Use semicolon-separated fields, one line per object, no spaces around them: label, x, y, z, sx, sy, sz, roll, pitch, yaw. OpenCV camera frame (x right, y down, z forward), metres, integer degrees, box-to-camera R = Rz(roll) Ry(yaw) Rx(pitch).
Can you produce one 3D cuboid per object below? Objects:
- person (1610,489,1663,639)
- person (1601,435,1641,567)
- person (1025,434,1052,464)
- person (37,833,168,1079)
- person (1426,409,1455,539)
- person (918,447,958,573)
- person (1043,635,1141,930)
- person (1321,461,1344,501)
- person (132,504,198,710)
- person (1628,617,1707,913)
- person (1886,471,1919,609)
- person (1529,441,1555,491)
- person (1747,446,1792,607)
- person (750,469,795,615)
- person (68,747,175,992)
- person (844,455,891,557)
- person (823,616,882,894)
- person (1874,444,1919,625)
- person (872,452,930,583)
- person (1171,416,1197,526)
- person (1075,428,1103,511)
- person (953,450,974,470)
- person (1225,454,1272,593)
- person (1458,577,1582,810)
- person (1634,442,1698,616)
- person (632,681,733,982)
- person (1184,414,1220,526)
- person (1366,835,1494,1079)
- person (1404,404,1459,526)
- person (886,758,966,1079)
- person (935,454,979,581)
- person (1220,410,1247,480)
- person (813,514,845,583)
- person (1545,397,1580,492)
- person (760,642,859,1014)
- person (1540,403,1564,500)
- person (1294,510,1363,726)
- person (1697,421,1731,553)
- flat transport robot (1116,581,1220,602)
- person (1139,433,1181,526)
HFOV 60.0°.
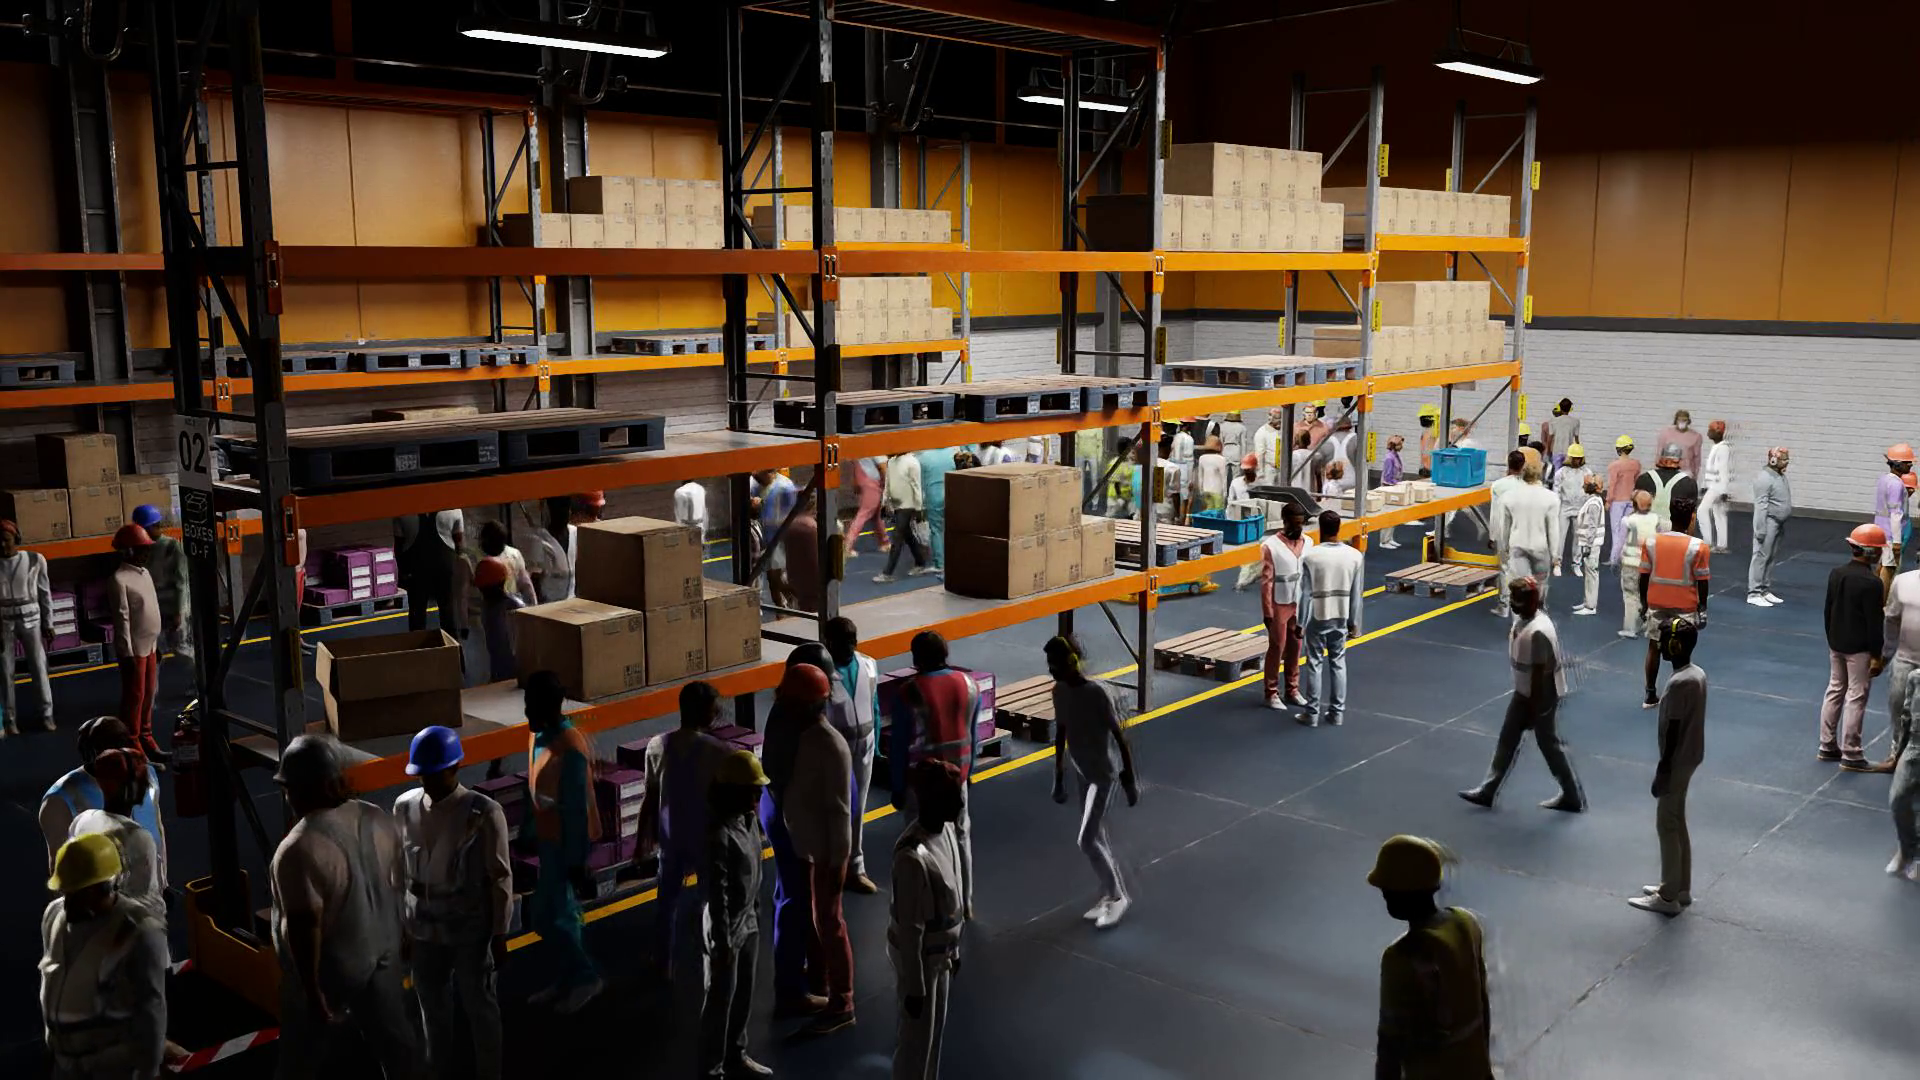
person;7.297;0.257;17.957;0.546;1.625;0.366;-2;10;-12
person;8.823;-0.515;22.181;0.522;1.769;0.311;-4;10;-22
person;1.273;-1.360;27.023;0.394;1.836;0.561;-6;11;-31
person;-3.450;2.040;6.753;0.607;1.817;0.500;4;10;21
person;7.074;-0.972;24.429;0.367;1.927;0.584;2;10;12
person;-0.235;-0.508;21.780;0.710;1.889;0.428;0;10;1
person;0.803;1.469;10.185;0.574;1.817;0.553;-7;12;-34
person;4.561;-0.155;20.402;0.311;1.642;0.512;1;10;4
person;-7.269;0.586;15.201;0.608;1.907;0.851;1;10;6
person;4.476;1.408;10.449;0.344;1.856;0.526;7;12;35
person;10.551;0.078;18.724;0.354;1.737;0.577;5;11;26
person;7.833;-0.554;22.724;0.525;1.660;0.797;2;10;14
person;9.606;-0.162;19.684;0.401;1.903;0.643;9;13;42
person;-2.193;-0.070;19.141;0.647;1.900;0.400;-3;10;-15
person;-3.814;1.869;7.621;0.579;1.879;0.362;7;12;34
person;-1.290;-0.793;23.022;1.003;2.000;0.685;-4;10;-23
person;-0.762;1.386;10.607;0.633;1.841;0.429;-7;12;-35
person;10.469;-0.064;18.664;0.378;2.044;0.607;3;10;16
person;-0.741;-0.454;21.308;0.960;1.950;0.626;-7;12;-35
person;3.250;-0.932;24.194;0.386;1.929;0.543;-5;11;-26
person;2.079;-1.347;27.167;0.526;1.762;0.339;3;10;19
person;-0.002;-0.158;19.856;0.350;1.837;0.502;-3;10;-17
person;3.600;-0.233;20.693;0.580;1.704;0.931;7;12;36
person;4.177;1.146;12.210;0.953;1.783;0.581;0;10;1
person;8.067;-0.125;19.029;0.687;2.000;0.538;6;11;32
person;-1.468;1.663;9.089;0.648;1.803;0.814;1;10;4
person;3.707;-1.193;25.467;0.613;2.028;0.409;6;11;31
person;1.843;2.061;6.489;0.938;1.870;0.600;7;12;37
person;7.308;-1.151;25.605;0.798;1.900;0.593;0;10;2
person;-0.147;1.893;7.497;0.359;1.878;0.567;3;10;15
person;0.133;-0.261;20.986;0.893;1.643;0.550;-6;11;-30
person;4.462;-1.351;27.281;0.493;1.730;0.324;3;10;19
person;-1.461;0.315;17.715;0.499;1.600;0.769;0;10;1
person;9.805;-1.382;27.052;0.533;1.868;0.310;2;10;14
person;-0.821;1.539;9.096;0.536;2.000;0.686;-1;10;-8
person;9.827;-1.386;27.419;0.532;1.756;0.337;8;12;38
person;3.227;0.690;14.576;0.602;1.906;0.411;-3;10;-16
person;10.460;-0.731;23.173;0.659;1.862;0.573;3;10;19
flat transport robot;2.424;0.539;20.341;1.431;0.197;0.652;-6;11;-33
person;2.495;-0.360;20.696;0.599;1.958;0.371;9;13;44
